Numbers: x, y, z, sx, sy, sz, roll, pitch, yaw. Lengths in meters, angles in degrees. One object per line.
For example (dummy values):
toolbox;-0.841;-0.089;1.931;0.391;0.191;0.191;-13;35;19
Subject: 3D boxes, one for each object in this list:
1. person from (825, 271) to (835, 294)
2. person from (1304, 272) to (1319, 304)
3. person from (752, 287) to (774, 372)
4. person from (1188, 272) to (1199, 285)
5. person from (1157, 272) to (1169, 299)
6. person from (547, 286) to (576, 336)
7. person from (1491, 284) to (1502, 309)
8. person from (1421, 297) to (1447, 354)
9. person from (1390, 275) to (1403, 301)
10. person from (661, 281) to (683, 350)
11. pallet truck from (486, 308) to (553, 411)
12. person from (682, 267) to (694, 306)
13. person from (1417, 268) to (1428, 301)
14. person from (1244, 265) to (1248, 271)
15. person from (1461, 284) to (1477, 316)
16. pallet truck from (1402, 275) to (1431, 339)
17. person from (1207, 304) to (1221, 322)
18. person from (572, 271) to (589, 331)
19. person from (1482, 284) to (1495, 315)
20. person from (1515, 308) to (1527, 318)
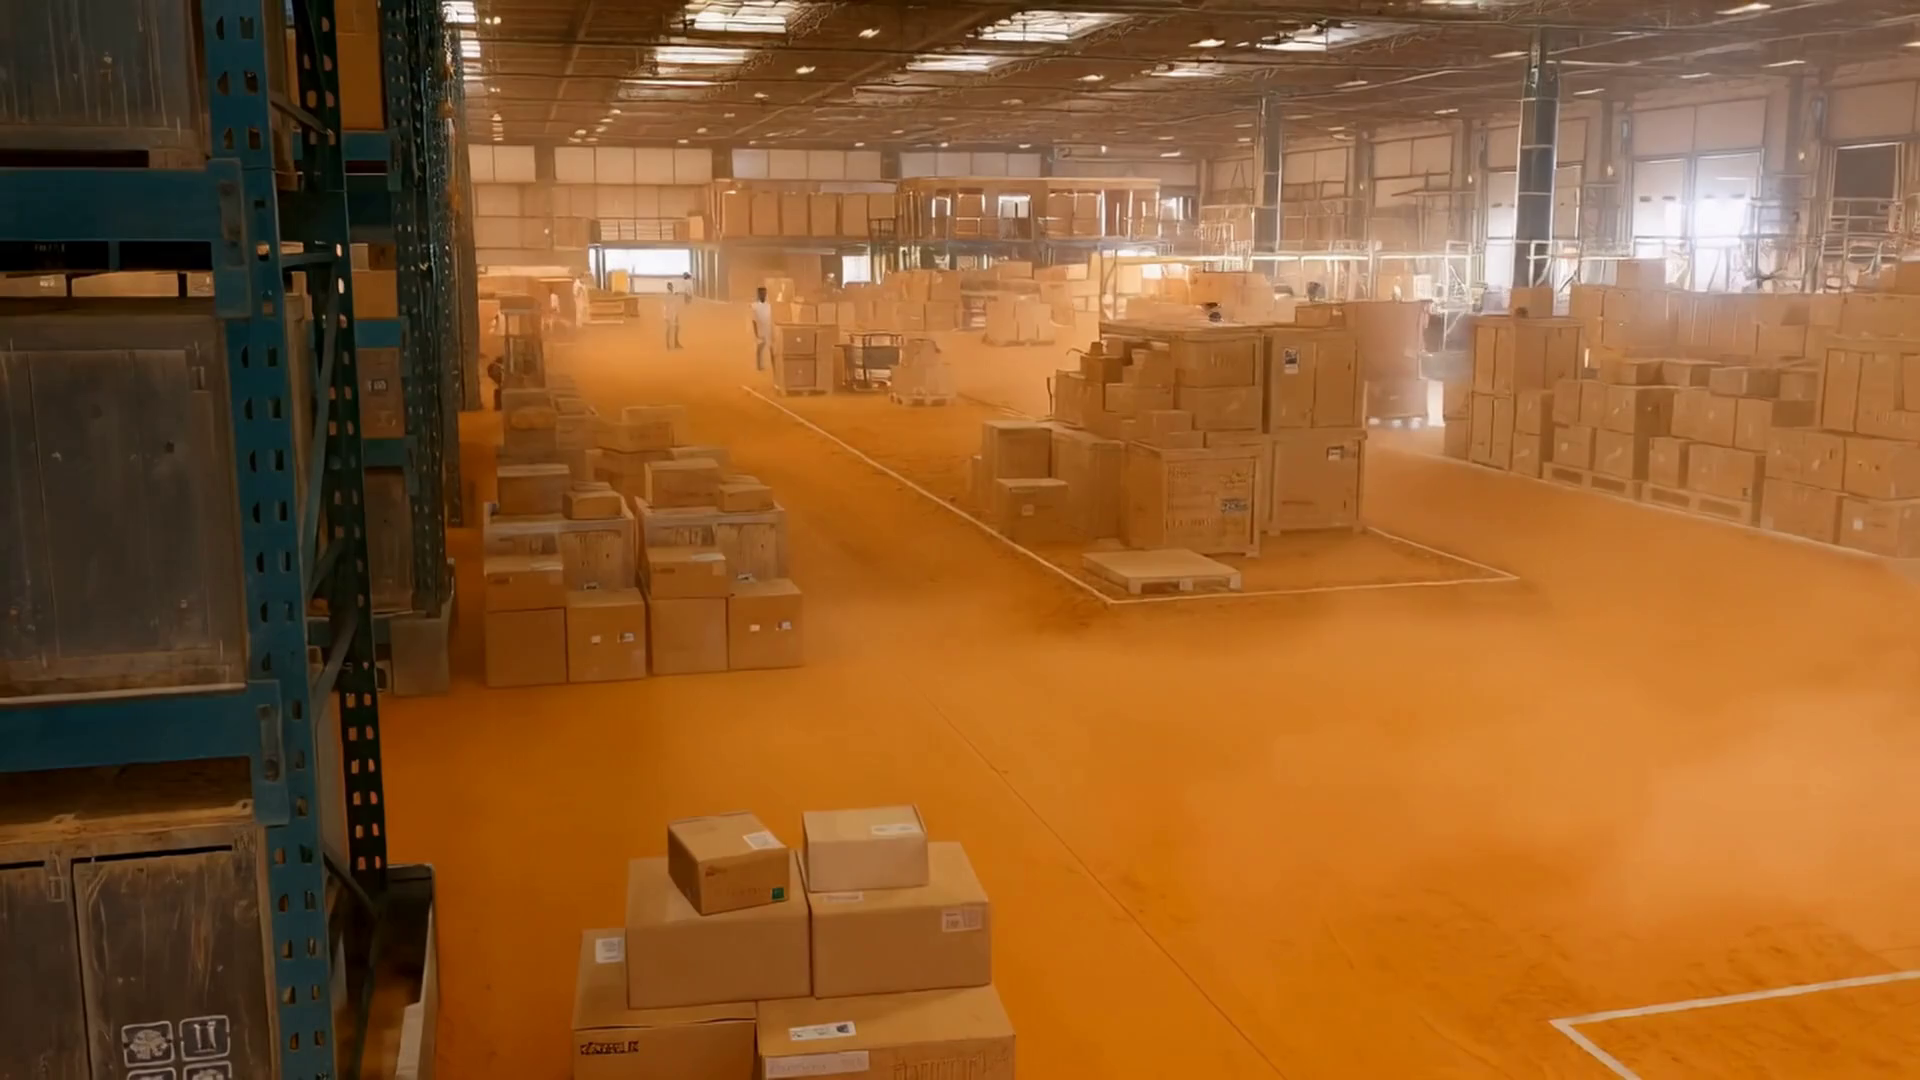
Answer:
person;-4.466;-8.282;57.486;0.408;2.035;0.601;1;10;4
person;13.498;-9.342;63.824;0.620;1.910;0.825;5;11;27
person;-4.430;-4.800;38.048;0.620;1.919;0.953;-8;13;-37
person;9.060;-9.368;64.042;0.637;1.885;1.012;-1;10;-8
person;7.742;-9.306;63.686;0.601;1.879;0.599;-5;11;-26
person;-12.680;-7.232;52.643;0.909;1.644;0.542;0;10;2
person;17.414;-7.539;54.269;0.531;1.672;0.730;-1;10;-7
person;9.956;-4.179;34.892;0.516;1.795;0.964;0;10;-2
person;14.713;-7.985;56.106;0.383;1.920;0.585;2;10;9
person;-7.992;-6.214;46.090;0.560;1.908;0.747;-7;12;-34
pallet truck;-6.242;-2.418;24.362;0.823;1.965;1.885;1;10;3
person;-13.226;-12.324;80.819;0.589;1.870;0.518;0;10;-2
person;21.077;-11.439;75.737;0.556;1.884;1.001;3;10;17
person;14.160;-12.676;82.597;1.031;1.936;0.616;6;12;32
person;15.781;-7.080;51.608;0.504;1.695;0.891;6;12;30
pallet truck;14.620;-7.324;52.145;0.823;1.965;1.885;8;13;40
person;4.306;-3.002;27.957;0.546;1.906;0.900;-1;10;-4
person;-12.876;-8.106;56.453;0.539;2.000;0.689;-3;10;-17
person;15.762;-6.732;49.502;0.782;1.740;0.521;-5;11;-26
person;9.320;-2.926;27.659;0.598;1.862;1.021;-2;10;-12
